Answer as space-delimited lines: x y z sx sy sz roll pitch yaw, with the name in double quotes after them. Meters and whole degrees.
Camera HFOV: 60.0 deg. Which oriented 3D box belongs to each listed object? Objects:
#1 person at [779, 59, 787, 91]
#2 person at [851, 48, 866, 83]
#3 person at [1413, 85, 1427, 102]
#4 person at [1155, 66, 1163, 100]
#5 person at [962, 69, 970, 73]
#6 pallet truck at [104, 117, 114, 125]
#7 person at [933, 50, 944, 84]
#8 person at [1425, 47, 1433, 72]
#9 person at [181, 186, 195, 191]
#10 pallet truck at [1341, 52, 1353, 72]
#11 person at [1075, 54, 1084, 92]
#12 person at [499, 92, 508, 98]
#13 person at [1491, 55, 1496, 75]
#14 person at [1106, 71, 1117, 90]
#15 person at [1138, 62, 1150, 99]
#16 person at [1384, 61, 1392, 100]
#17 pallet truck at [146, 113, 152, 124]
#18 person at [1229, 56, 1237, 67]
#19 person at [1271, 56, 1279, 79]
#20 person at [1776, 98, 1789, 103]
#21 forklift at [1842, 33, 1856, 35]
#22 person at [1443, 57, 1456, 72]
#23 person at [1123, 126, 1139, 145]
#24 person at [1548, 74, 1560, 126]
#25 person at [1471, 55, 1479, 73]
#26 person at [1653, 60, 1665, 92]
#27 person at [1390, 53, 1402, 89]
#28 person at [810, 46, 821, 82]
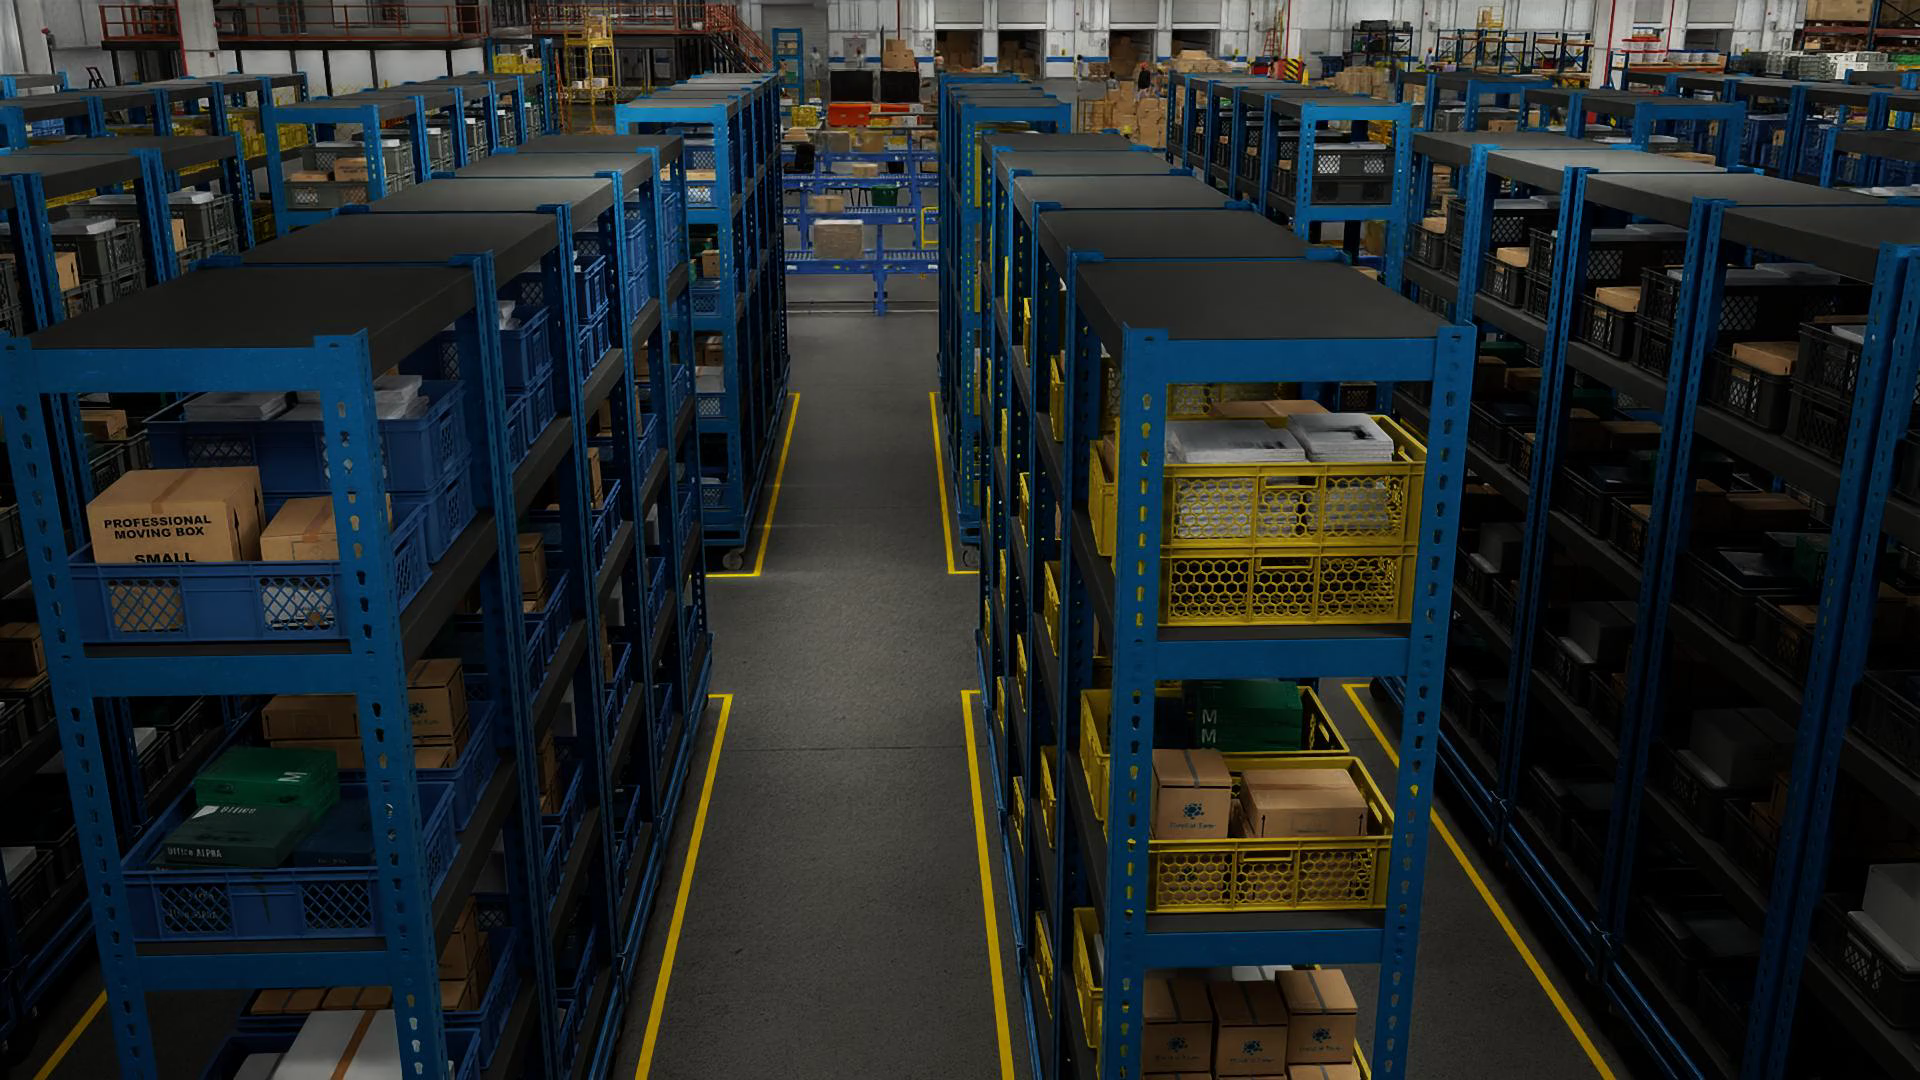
-8.684 -22.745 81.323 0.429 1.836 0.629 -7 19 -20 "person"
-5.652 -26.538 92.970 0.990 1.881 0.564 -12 21 -33 "person"
16.241 -15.561 58.935 0.544 1.933 0.376 -10 20 -27 "person"
8.306 -18.823 69.304 0.319 1.763 0.522 0 18 1 "person"
0.213 -15.830 59.590 0.376 2.044 0.607 -8 19 -23 "person"
-18.367 -7.885 35.078 1.885 1.965 0.823 1 18 2 "pallet truck"
-1.101 -25.068 88.430 0.626 1.888 0.733 -5 18 -14 "person"
26.060 -26.384 92.433 0.382 1.926 0.549 -1 18 -2 "person"
-12.519 -5.107 26.743 0.404 1.833 0.590 12 21 32 "person"
18.794 -23.123 82.231 0.823 1.965 1.885 -13 22 -35 "pallet truck"
5.990 -23.461 83.540 0.466 1.834 0.649 1 18 4 "person"
-17.159 -16.735 62.741 0.994 1.822 0.598 1 18 4 "person"
26.135 -22.731 81.224 0.756 1.882 0.684 6 19 17 "person"
5.683 -16.611 62.310 0.327 1.862 0.503 -16 24 -41 "person"
7.475 -18.429 67.711 0.376 1.995 0.612 -15 23 -39 "person"
19.646 -21.139 76.523 0.398 1.731 0.488 12 21 32 "person"
-18.087 -8.309 36.390 1.885 1.965 0.823 -1 18 -4 "pallet truck"
13.154 -22.378 80.116 1.041 1.882 0.652 11 21 30 "person"
16.300 -24.050 85.619 0.632 1.679 0.538 12 21 33 "person"
28.970 -15.290 58.506 0.540 1.680 0.505 -13 22 -34 "person"
45.972 -24.928 86.404 1.873 2.768 1.129 1 18 4 "forklift"
22.591 -21.346 76.887 0.593 1.907 0.792 9 20 25 "person"
3.632 -8.190 36.455 0.549 1.713 0.895 8 19 22 "person"
20.103 -14.885 56.669 1.010 2.000 0.699 10 20 28 "person"
24.888 -22.514 80.535 1.025 1.889 0.630 -5 18 -14 "person"
30.163 -19.733 71.793 0.367 1.965 0.604 -9 20 -27 "person"
22.578 -24.292 86.112 0.487 1.832 0.543 -1 18 -4 "person"
-8.180 -26.934 94.127 0.635 1.936 0.438 -4 18 -12 "person"
